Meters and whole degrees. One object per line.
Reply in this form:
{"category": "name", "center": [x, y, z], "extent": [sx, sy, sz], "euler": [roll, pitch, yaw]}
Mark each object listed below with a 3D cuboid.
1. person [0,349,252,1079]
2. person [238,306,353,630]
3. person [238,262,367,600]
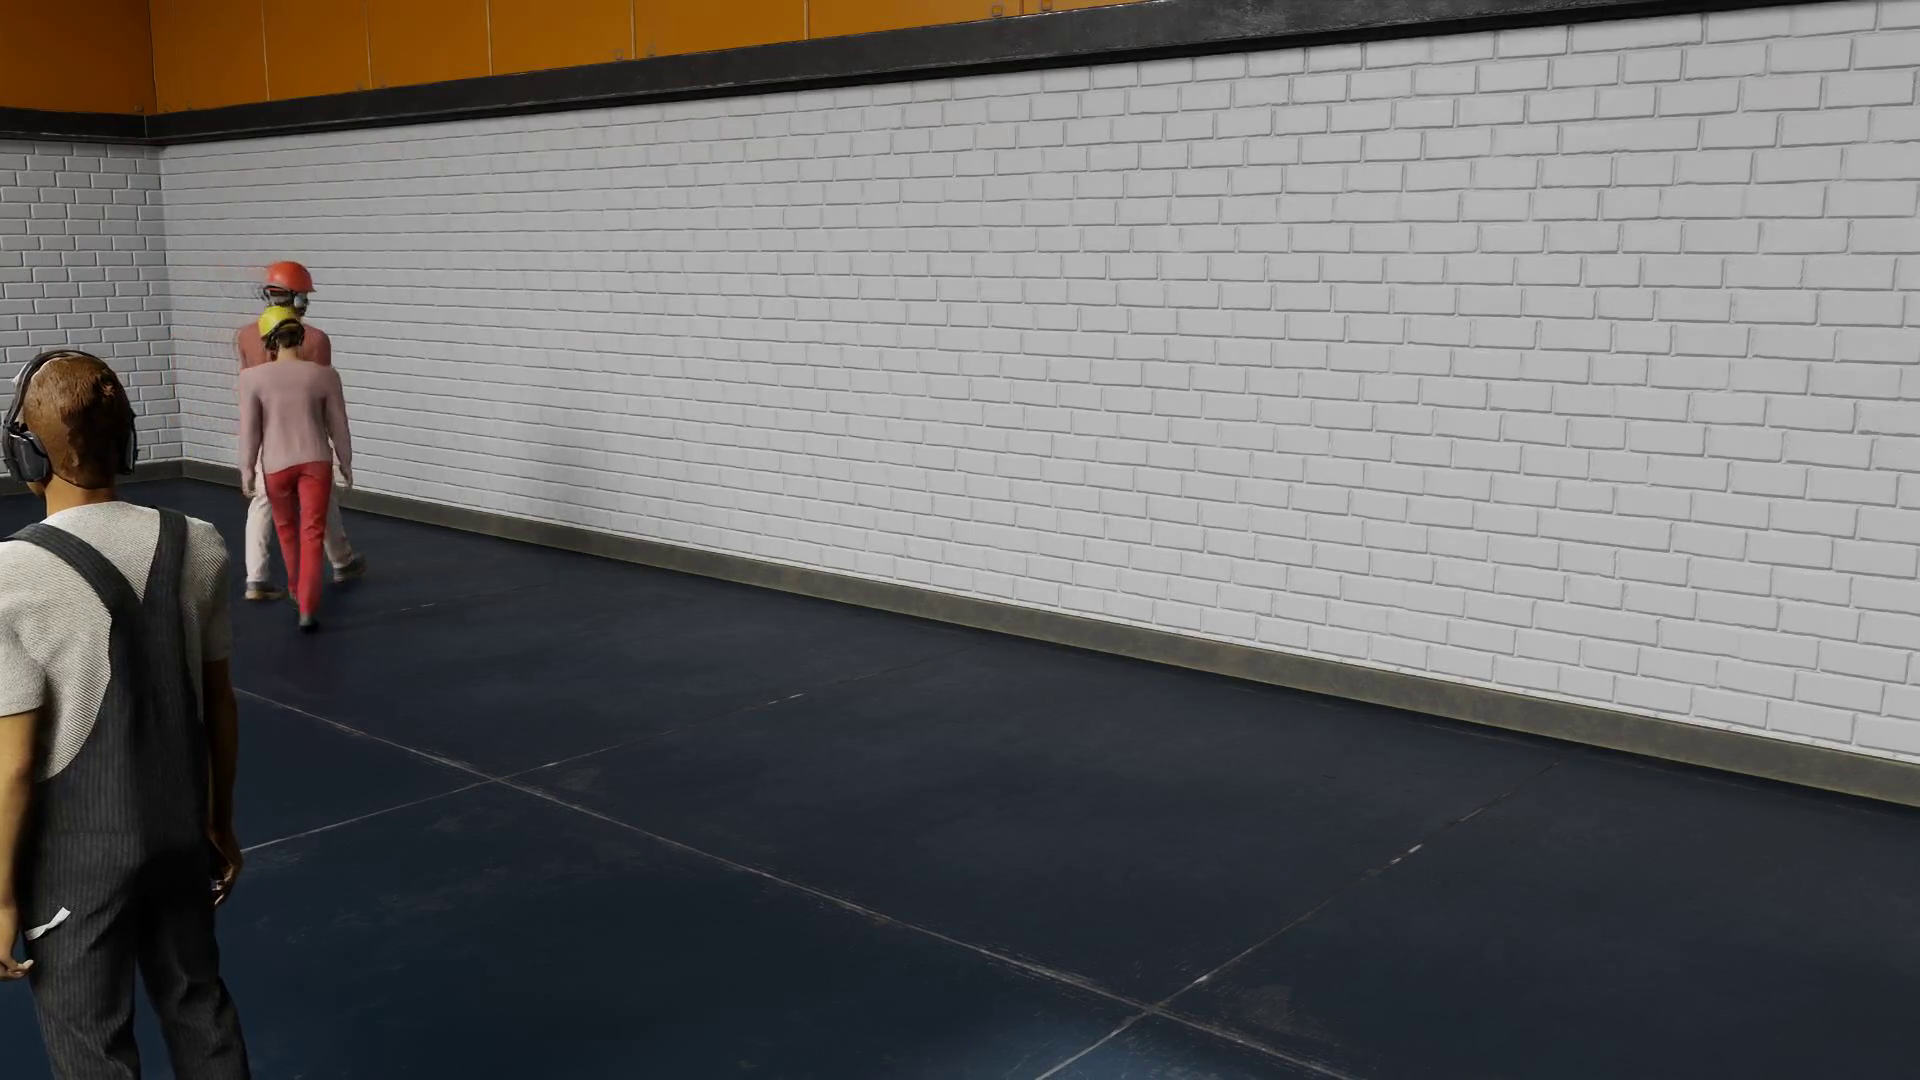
{"category": "person", "center": [-1.548, 0.578, 3.043], "extent": [0.332, 1.844, 0.518], "euler": [5, 11, 26]}
{"category": "person", "center": [-3.569, -0.396, 8.951], "extent": [0.559, 1.701, 0.871], "euler": [-4, 11, -23]}
{"category": "person", "center": [-3.914, -0.644, 9.736], "extent": [0.621, 1.946, 1.029], "euler": [2, 10, 10]}
